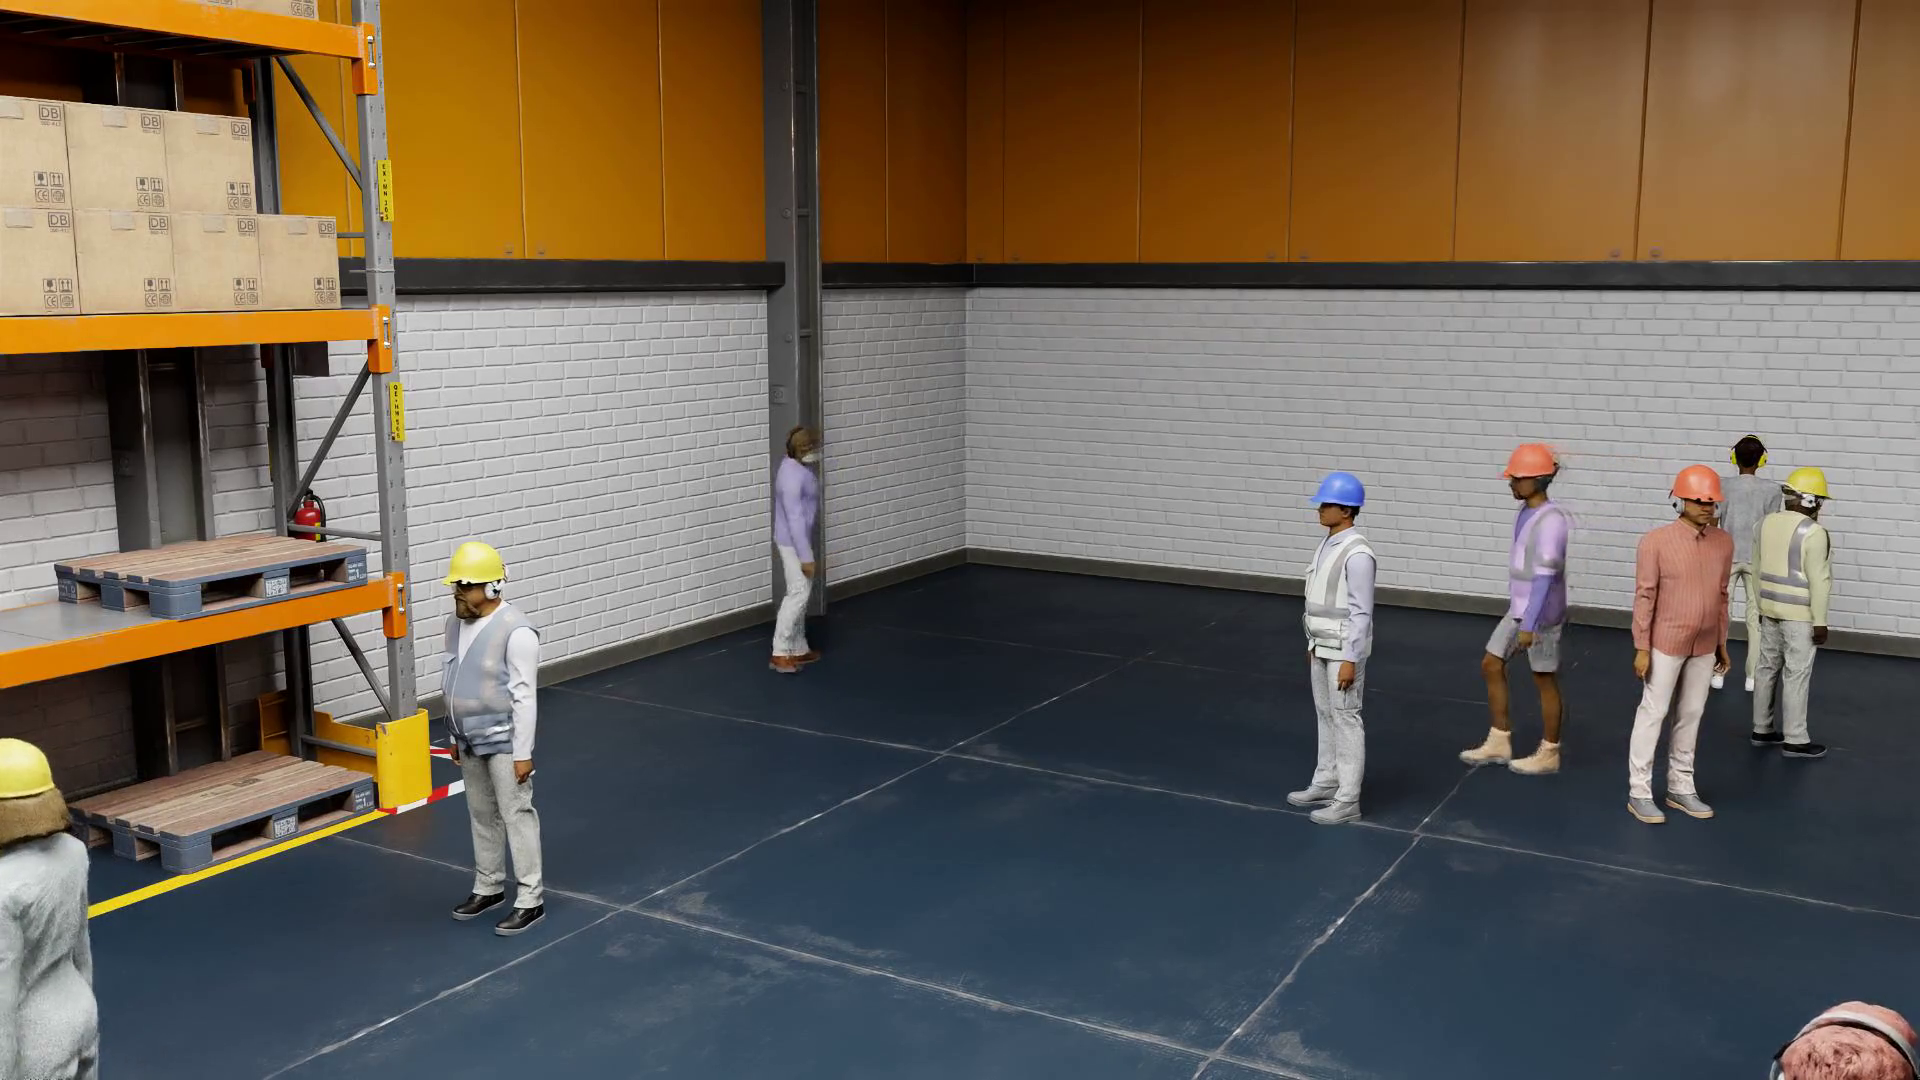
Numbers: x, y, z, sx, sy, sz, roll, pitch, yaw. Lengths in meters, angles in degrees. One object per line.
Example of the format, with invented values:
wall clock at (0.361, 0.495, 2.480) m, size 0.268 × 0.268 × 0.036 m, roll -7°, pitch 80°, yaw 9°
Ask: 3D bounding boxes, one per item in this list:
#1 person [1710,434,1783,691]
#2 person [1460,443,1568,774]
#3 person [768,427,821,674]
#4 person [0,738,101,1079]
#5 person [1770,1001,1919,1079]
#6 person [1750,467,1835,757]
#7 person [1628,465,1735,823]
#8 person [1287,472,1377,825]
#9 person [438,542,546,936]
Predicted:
person at (5.694, 0.167, 12.112) m, size 0.513 × 1.872 × 0.328 m, roll 4°, pitch 10°, yaw 24°
person at (3.339, 0.430, 9.989) m, size 0.740 × 2.017 × 0.631 m, roll 0°, pitch 9°, yaw 0°
person at (-1.267, 0.067, 12.692) m, size 0.381 × 1.894 × 0.711 m, roll -1°, pitch 9°, yaw -4°
person at (-2.624, 1.418, 4.739) m, size 0.350 × 1.753 × 0.492 m, roll 0°, pitch 9°, yaw -2°
person at (1.368, 1.665, 2.683) m, size 0.635 × 1.899 × 0.398 m, roll 7°, pitch 12°, yaw 38°
person at (5.265, 0.449, 10.502) m, size 0.403 × 1.822 × 0.588 m, roll -2°, pitch 9°, yaw -14°
person at (4.002, 0.572, 9.192) m, size 0.617 × 1.993 × 0.396 m, roll -3°, pitch 9°, yaw -16°
person at (2.089, 0.589, 9.223) m, size 0.380 × 1.951 × 0.605 m, roll -2°, pitch 9°, yaw -9°
person at (-2.169, 0.903, 7.676) m, size 0.591 × 1.823 × 0.405 m, roll 7°, pitch 11°, yaw 37°
